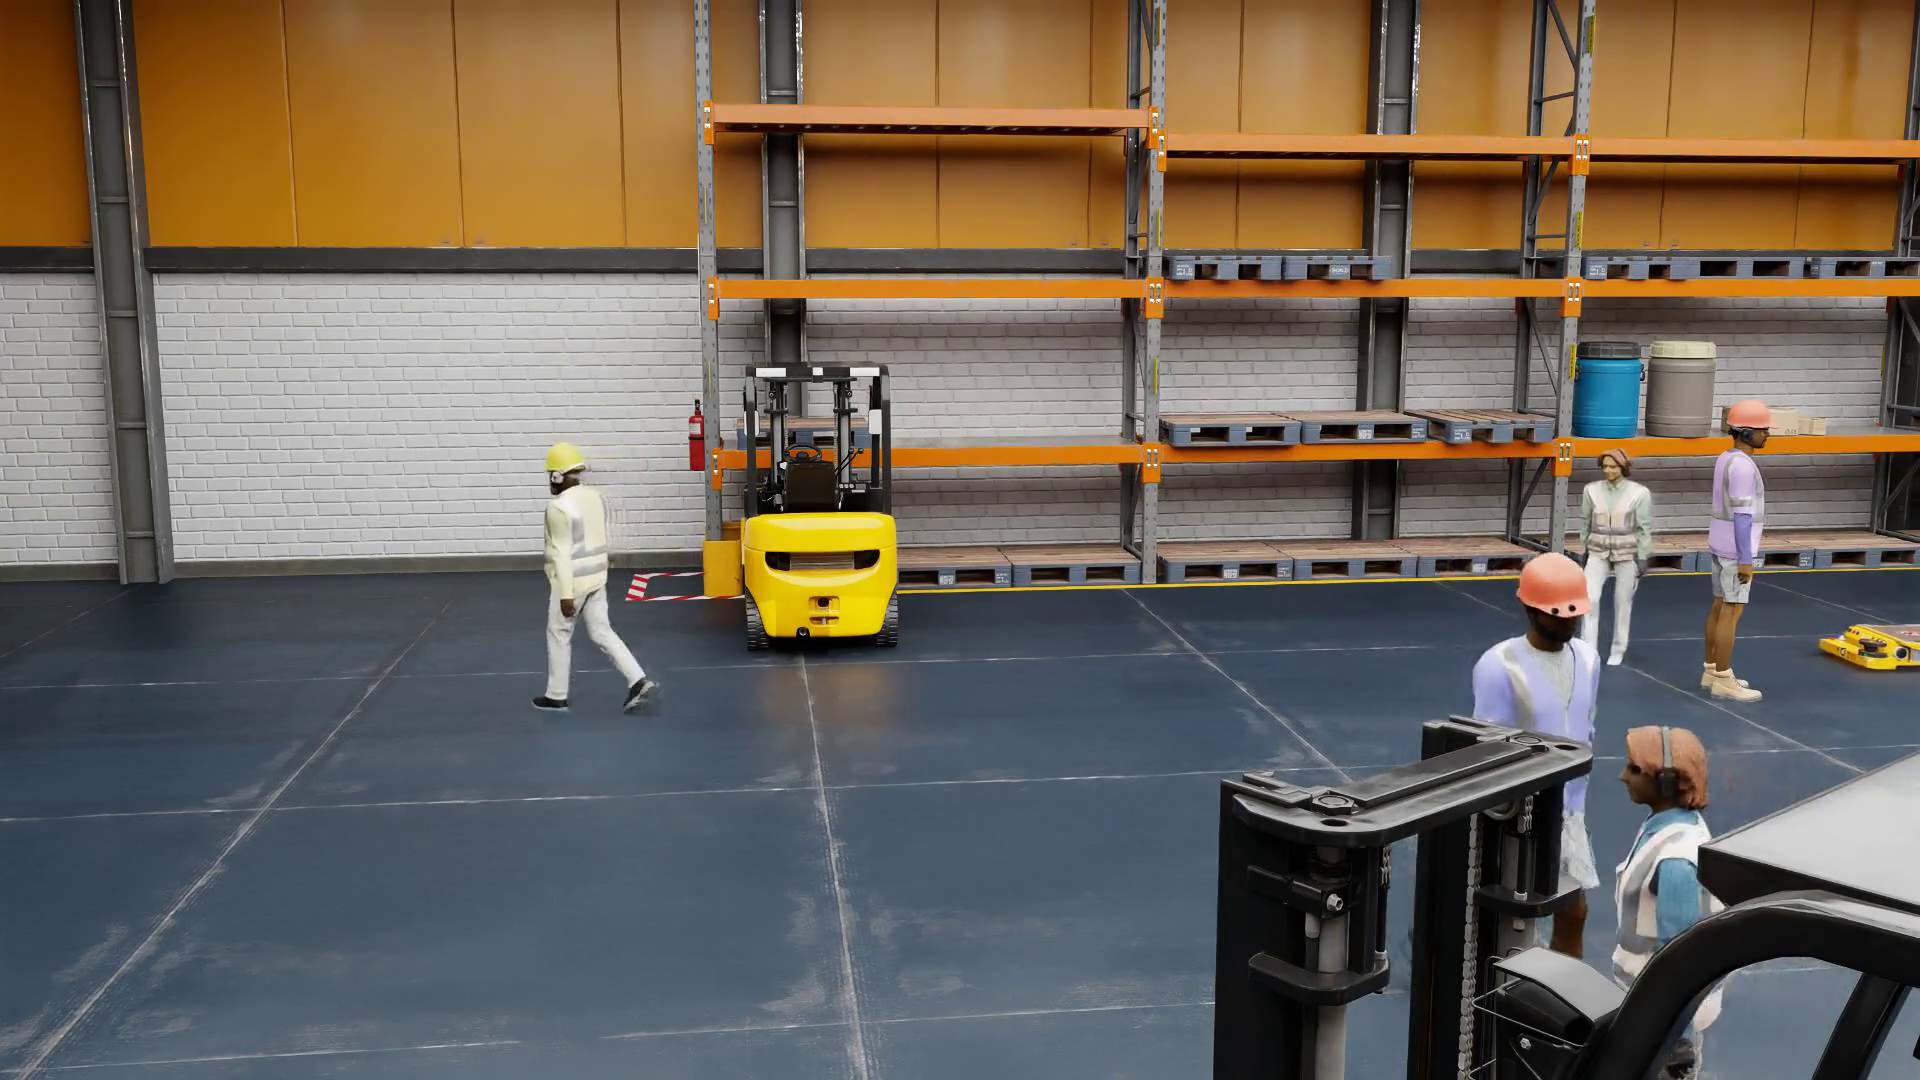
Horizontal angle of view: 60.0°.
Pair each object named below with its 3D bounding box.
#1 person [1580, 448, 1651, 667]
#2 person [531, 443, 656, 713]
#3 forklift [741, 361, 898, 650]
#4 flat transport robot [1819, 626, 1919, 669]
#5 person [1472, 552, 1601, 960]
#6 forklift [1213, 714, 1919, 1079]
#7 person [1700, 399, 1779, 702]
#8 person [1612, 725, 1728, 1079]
[{"bbox_3d":[4.758,0.140,12.140,0.529,1.618,0.556,7,11,36],"label":"person"},{"bbox_3d":[-2.418,0.261,10.861,0.848,1.801,0.602,4,10,22],"label":"person"},{"bbox_3d":[-1.154,-0.340,13.365,1.214,2.155,2.313,-1,9,-7],"label":"forklift"},{"bbox_3d":[7.260,0.783,12.341,1.431,0.197,0.652,0,9,-1],"label":"flat transport robot"},{"bbox_3d":[2.081,0.959,6.212,0.558,1.909,0.861,-4,10,-22],"label":"person"},{"bbox_3d":[1.441,1.425,2.350,1.214,2.155,2.313,-7,12,-39],"label":"forklift"},{"bbox_3d":[5.294,0.065,11.308,0.376,2.045,0.605,2,9,12],"label":"person"},{"bbox_3d":[1.951,1.320,4.779,0.546,1.621,0.530,4,10,24],"label":"person"}]
